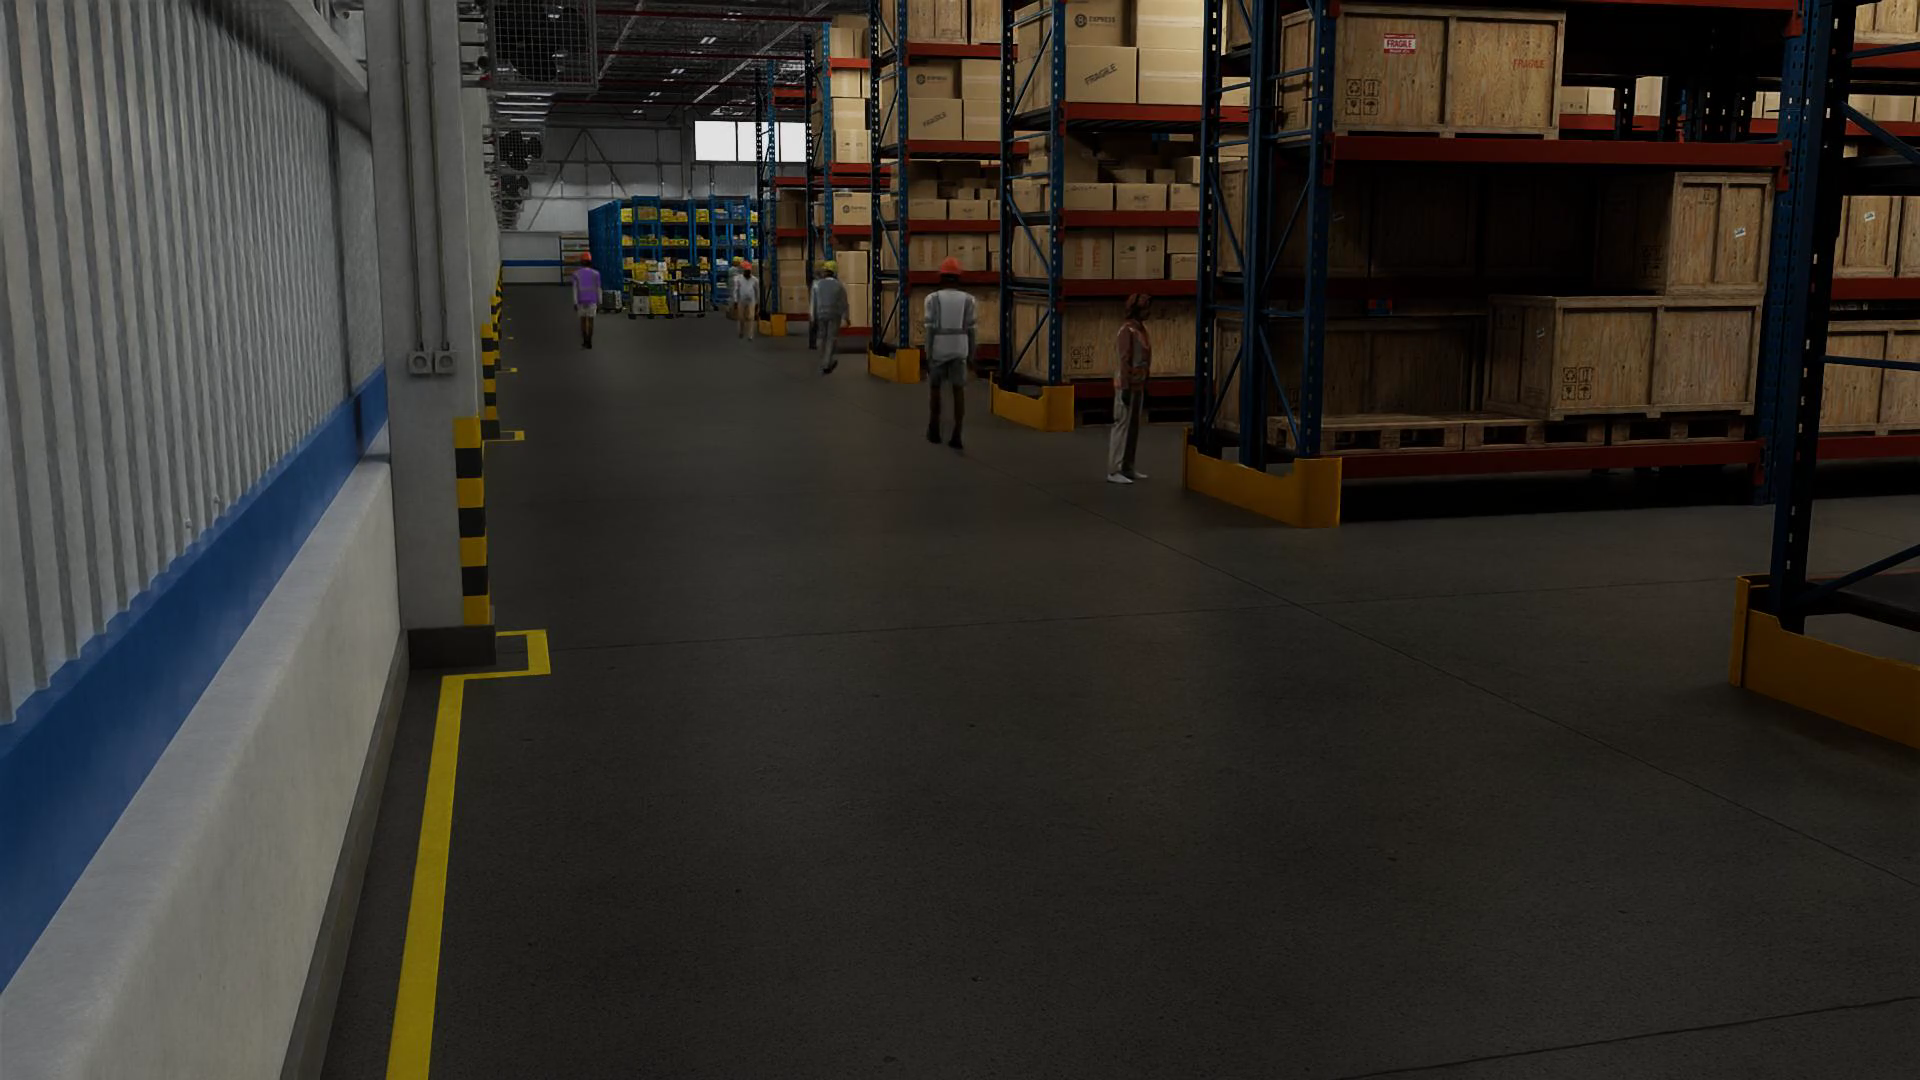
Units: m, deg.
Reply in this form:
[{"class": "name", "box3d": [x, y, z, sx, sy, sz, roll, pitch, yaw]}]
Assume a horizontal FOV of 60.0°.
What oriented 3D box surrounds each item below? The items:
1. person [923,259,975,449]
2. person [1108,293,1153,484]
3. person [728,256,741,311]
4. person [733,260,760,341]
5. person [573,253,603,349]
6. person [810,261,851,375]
[{"class": "person", "box3d": [-0.130, -1.897, 16.925, 0.551, 1.885, 0.973, -2, 10, -12]}, {"class": "person", "box3d": [1.482, -1.295, 14.269, 0.322, 1.627, 0.529, 5, 11, 27]}, {"class": "person", "box3d": [-6.478, -7.329, 48.126, 0.485, 1.734, 0.348, 5, 11, 25]}, {"class": "person", "box3d": [-4.565, -5.122, 35.601, 0.578, 1.735, 0.521, -2, 10, -14]}, {"class": "person", "box3d": [-7.428, -4.778, 33.239, 0.563, 1.879, 1.008, -1, 10, -7]}, {"class": "person", "box3d": [-2.051, -3.549, 26.568, 0.603, 1.781, 0.901, 3, 11, 18]}]
